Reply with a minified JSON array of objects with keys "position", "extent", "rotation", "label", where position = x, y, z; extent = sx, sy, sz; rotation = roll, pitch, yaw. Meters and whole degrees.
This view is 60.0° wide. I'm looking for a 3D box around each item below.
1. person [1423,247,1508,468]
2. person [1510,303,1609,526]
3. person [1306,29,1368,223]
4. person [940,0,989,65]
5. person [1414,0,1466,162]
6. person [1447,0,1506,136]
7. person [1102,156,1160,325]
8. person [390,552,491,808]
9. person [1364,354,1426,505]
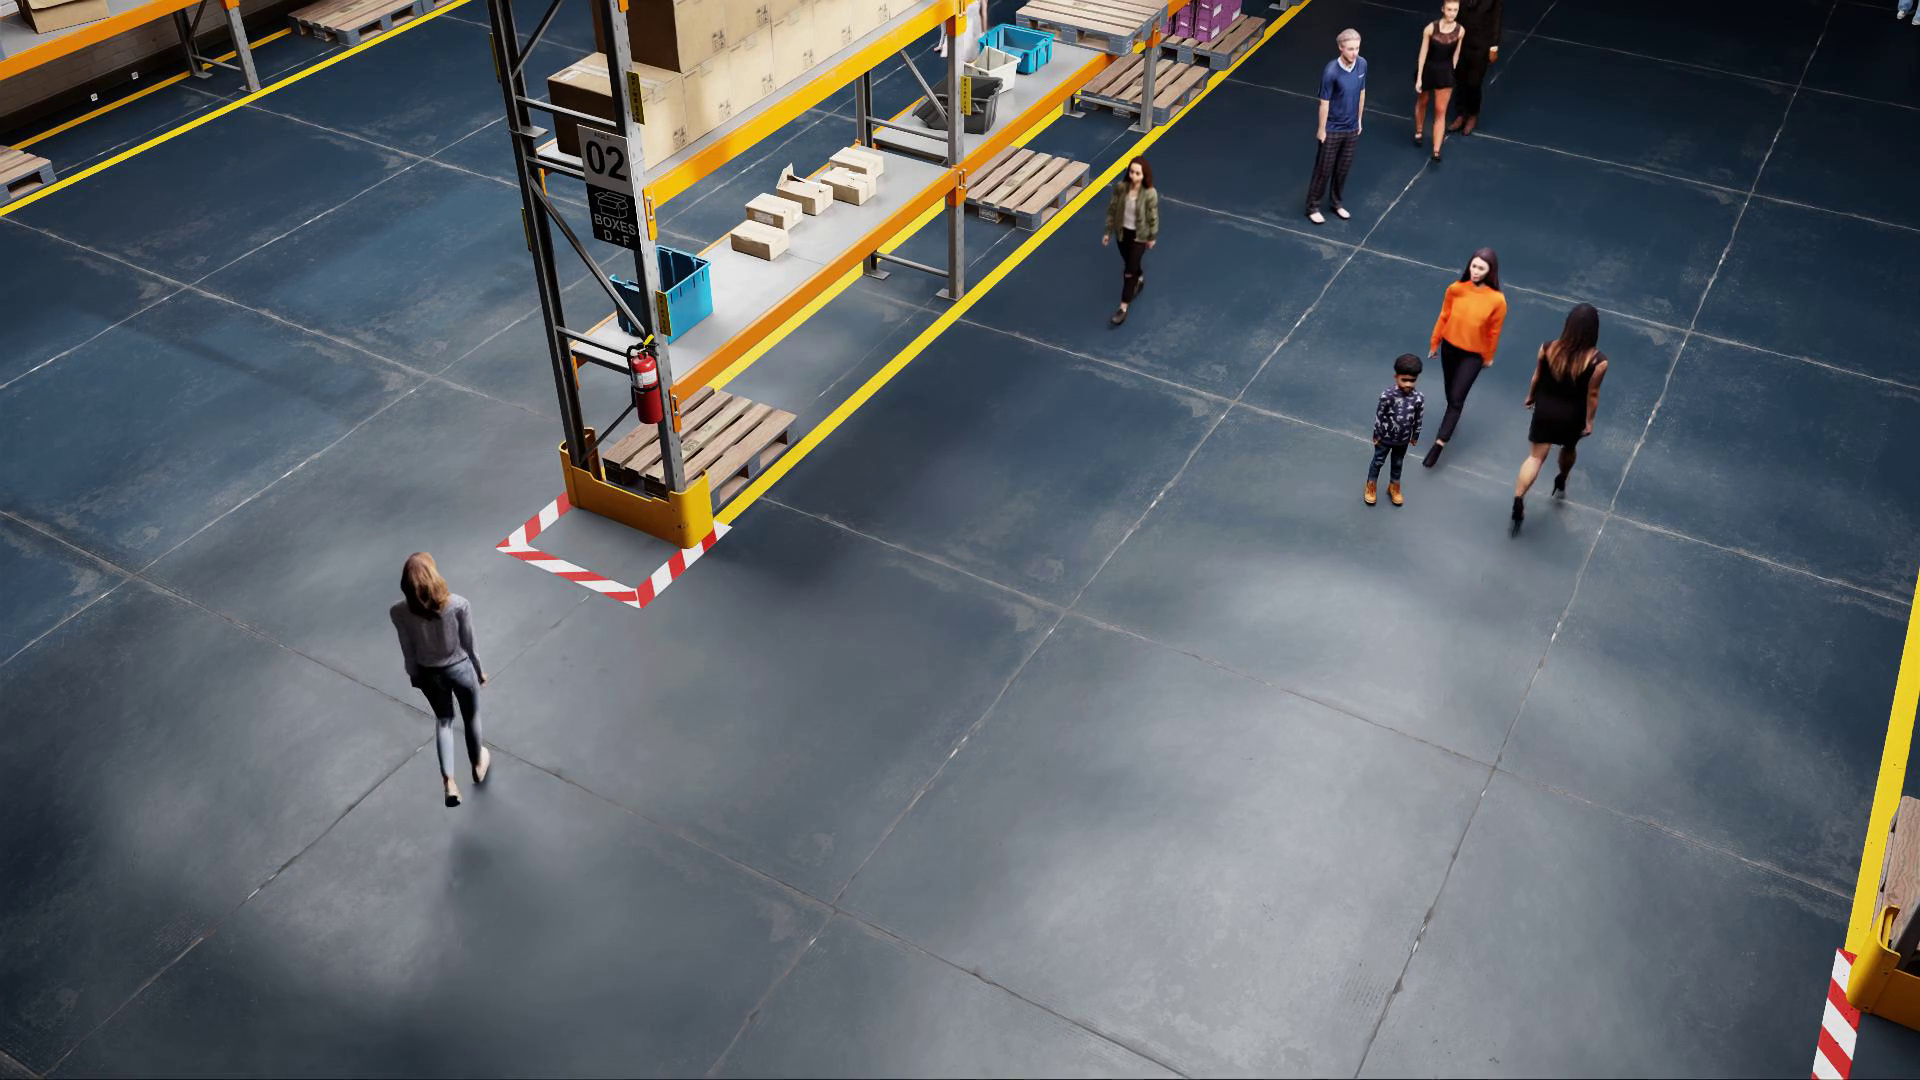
[{"position":[3.853,-1.457,12.654],"extent":[0.771,1.702,1.114],"rotation":[28,46,31],"label":"person"},{"position":[4.252,-0.844,11.913],"extent":[0.710,1.669,1.052],"rotation":[23,44,26],"label":"person"},{"position":[3.531,-3.880,15.557],"extent":[0.688,1.867,0.798],"rotation":[-17,42,-20],"label":"person"},{"position":[0.110,-5.245,17.350],"extent":[0.707,1.762,0.777],"rotation":[13,40,15],"label":"person"},{"position":[4.783,-4.717,16.790],"extent":[0.839,1.636,1.143],"rotation":[6,39,7],"label":"person"},{"position":[5.325,-5.147,17.128],"extent":[0.775,1.887,0.735],"rotation":[31,48,33],"label":"person"},{"position":[1.510,-2.656,14.364],"extent":[0.621,1.443,0.990],"rotation":[22,44,25],"label":"person"},{"position":[-2.999,0.852,9.698],"extent":[0.886,1.783,1.008],"rotation":[-2,39,-3],"label":"person"},{"position":[3.198,-0.815,12.215],"extent":[0.558,1.248,0.580],"rotation":[2,39,2],"label":"person"}]
